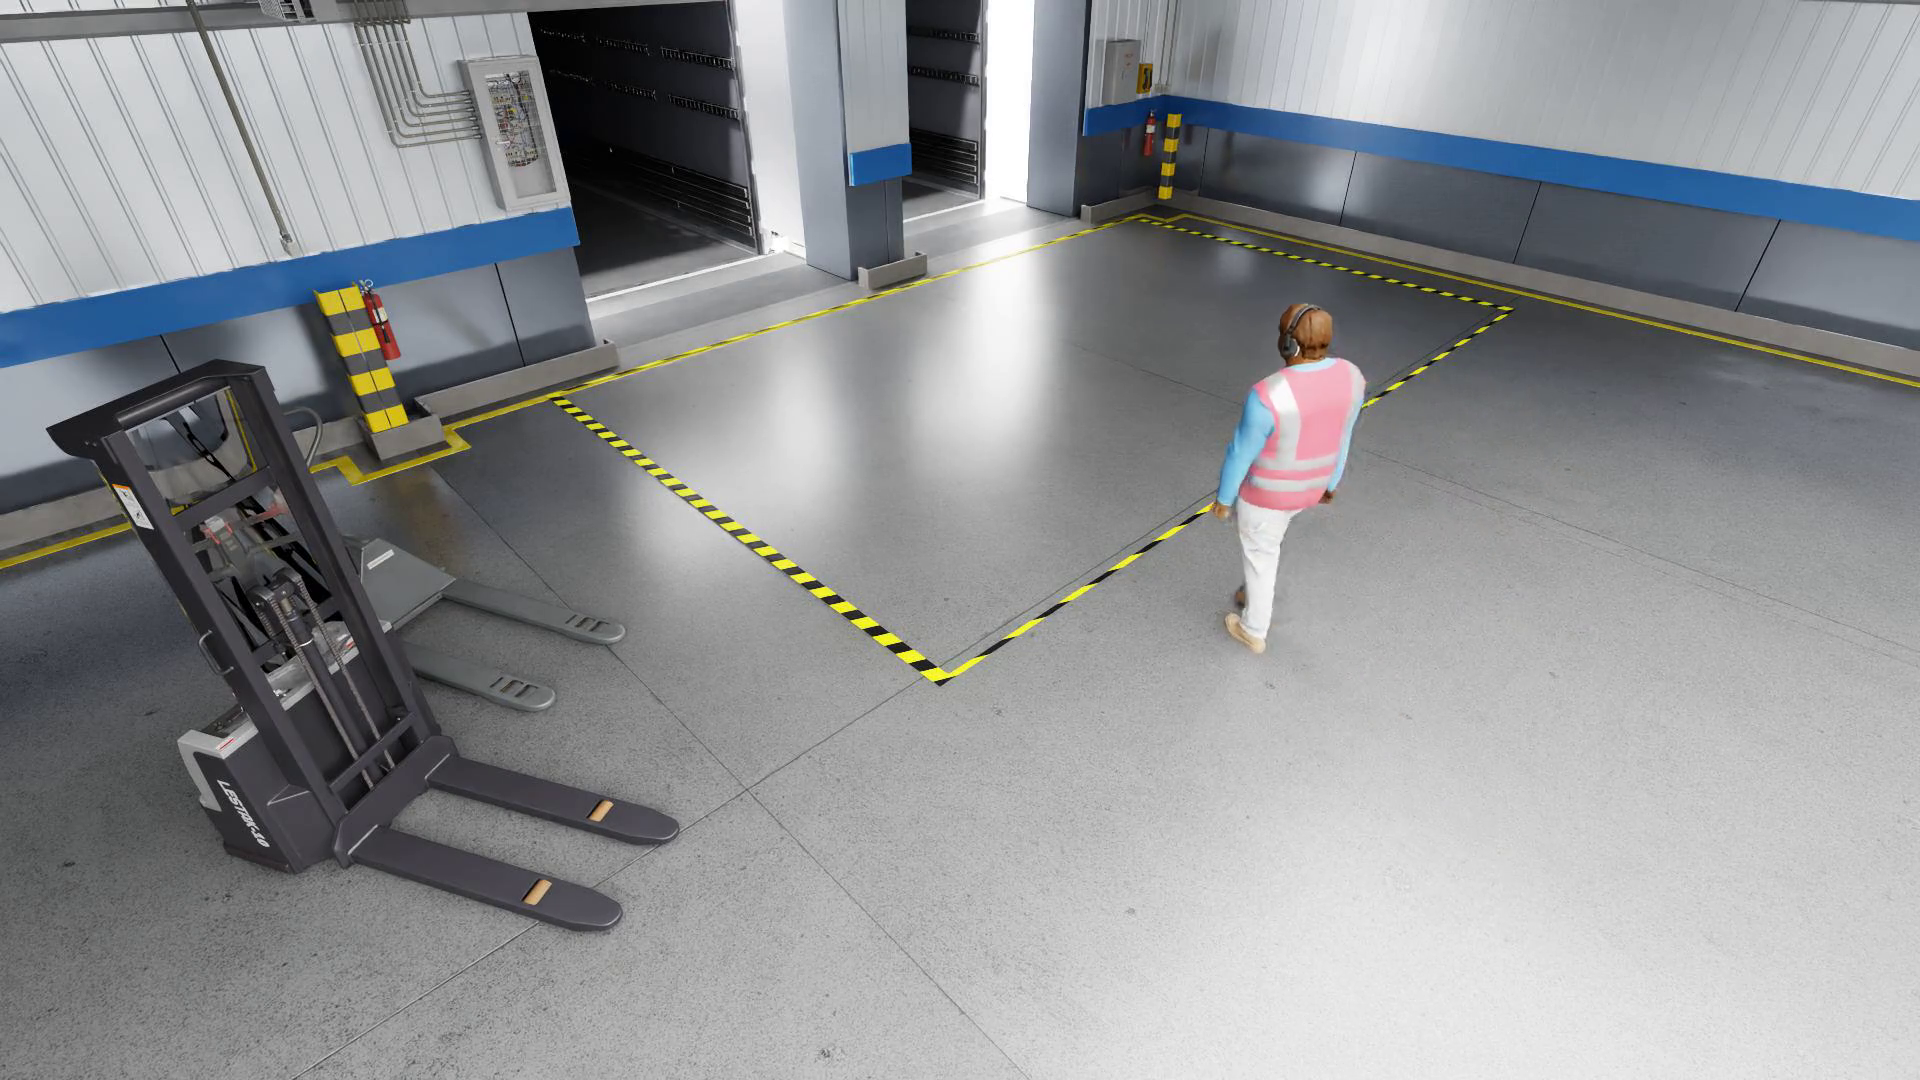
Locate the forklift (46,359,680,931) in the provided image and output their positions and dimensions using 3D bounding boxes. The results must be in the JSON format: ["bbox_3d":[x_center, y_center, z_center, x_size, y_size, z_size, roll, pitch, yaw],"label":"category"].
[{"bbox_3d":[-2.135,0.422,3.354,1.885,1.965,0.823,10,35,14],"label":"forklift"}]

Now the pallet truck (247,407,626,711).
[{"bbox_3d":[-2.628,0.038,4.590,1.601,1.201,0.680,12,36,18],"label":"pallet truck"}]

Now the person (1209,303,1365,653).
[{"bbox_3d":[1.552,-0.264,4.514,0.646,1.821,0.471,-14,37,-20],"label":"person"}]
